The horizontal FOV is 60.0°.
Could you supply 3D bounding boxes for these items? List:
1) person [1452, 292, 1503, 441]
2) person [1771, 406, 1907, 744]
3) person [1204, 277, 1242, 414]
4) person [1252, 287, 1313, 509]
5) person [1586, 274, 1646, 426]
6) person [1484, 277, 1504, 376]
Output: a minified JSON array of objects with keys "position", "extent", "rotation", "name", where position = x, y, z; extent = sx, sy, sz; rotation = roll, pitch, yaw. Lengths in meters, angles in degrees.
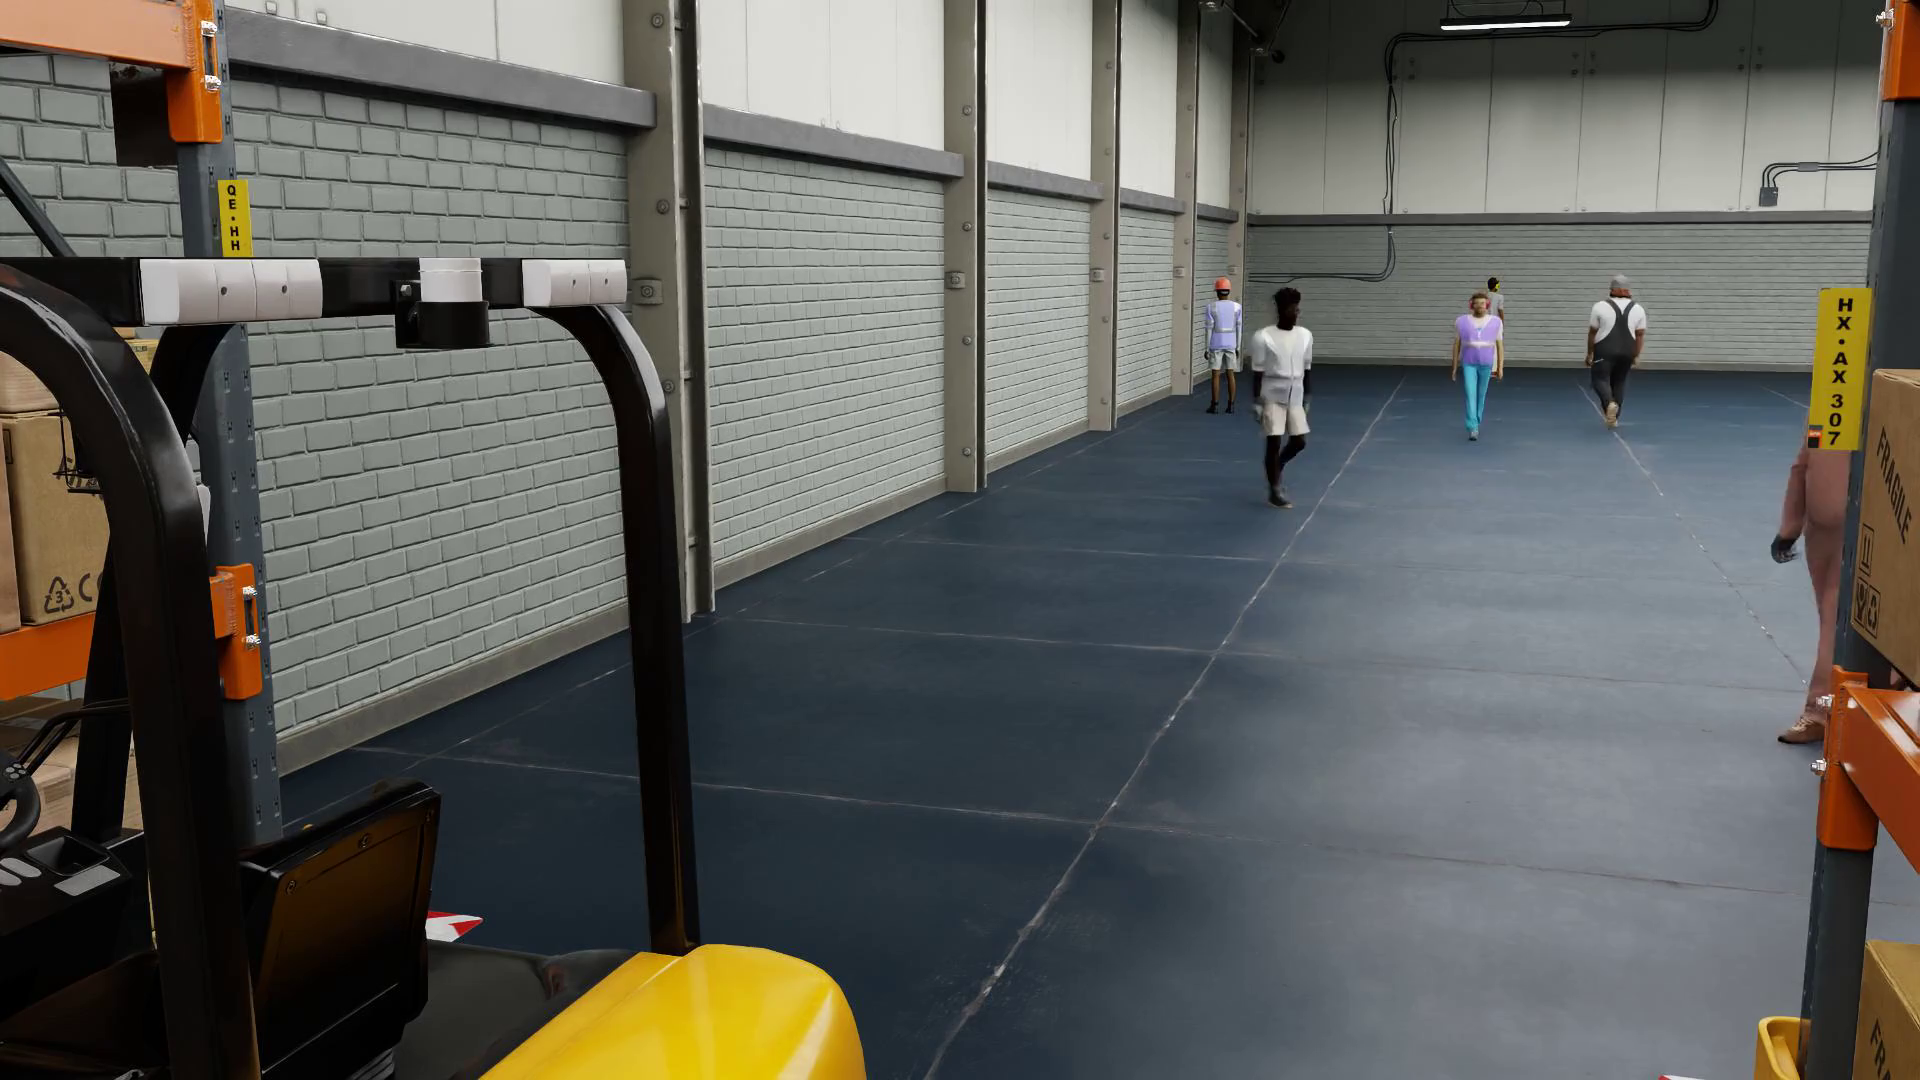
[{"position":[6.348,-2.135,20.392],"extent":[0.581,1.799,0.955],"rotation":[2,10,10],"name":"person"},{"position":[4.138,-0.030,7.638],"extent":[0.920,1.870,0.640],"rotation":[-3,10,-19],"name":"person"},{"position":[3.735,-2.763,23.694],"extent":[0.545,1.941,0.351],"rotation":[-2,10,-10],"name":"person"},{"position":[2.818,-1.262,14.713],"extent":[0.612,1.949,0.539],"rotation":[-3,10,-19],"name":"person"},{"position":[8.526,-2.465,21.619],"extent":[0.689,2.000,0.763],"rotation":[0,10,1],"name":"person"},{"position":[10.025,-4.024,31.426],"extent":[0.535,1.864,0.309],"rotation":[8,13,40],"name":"person"}]
